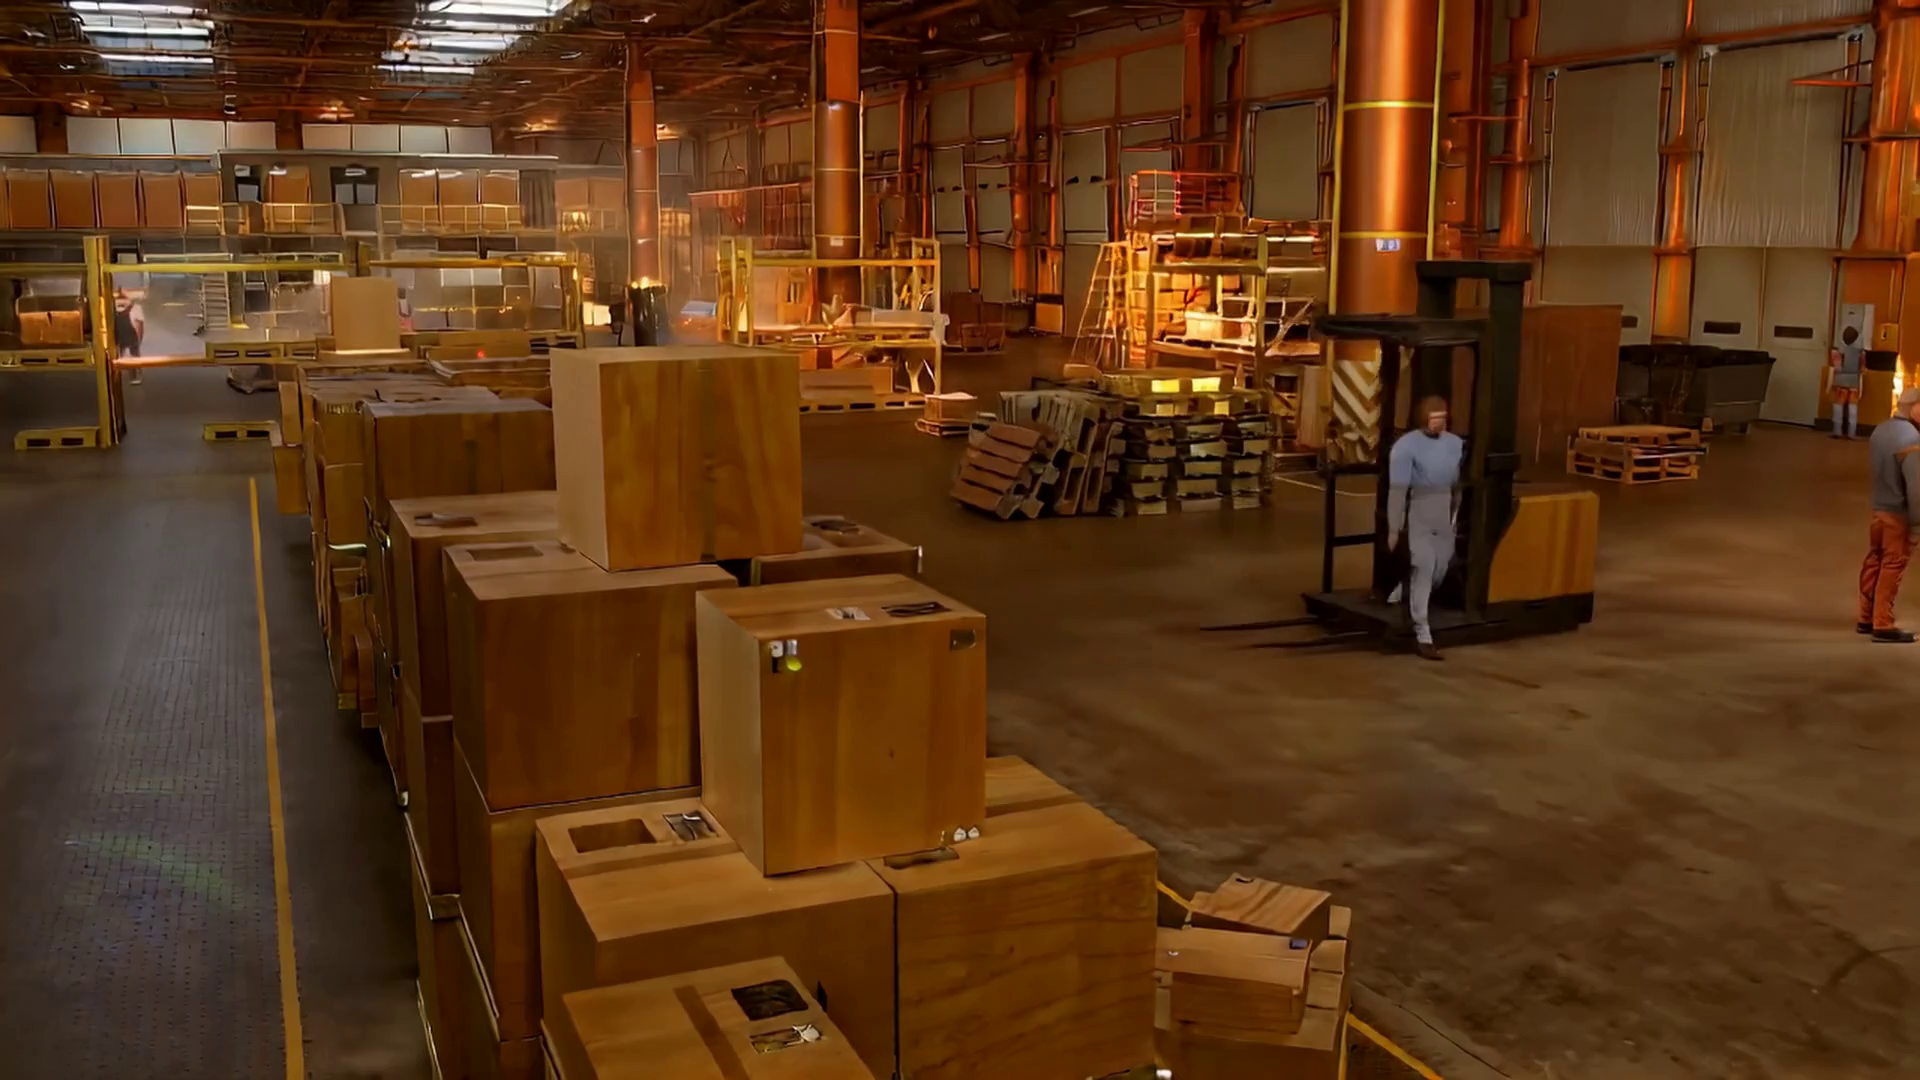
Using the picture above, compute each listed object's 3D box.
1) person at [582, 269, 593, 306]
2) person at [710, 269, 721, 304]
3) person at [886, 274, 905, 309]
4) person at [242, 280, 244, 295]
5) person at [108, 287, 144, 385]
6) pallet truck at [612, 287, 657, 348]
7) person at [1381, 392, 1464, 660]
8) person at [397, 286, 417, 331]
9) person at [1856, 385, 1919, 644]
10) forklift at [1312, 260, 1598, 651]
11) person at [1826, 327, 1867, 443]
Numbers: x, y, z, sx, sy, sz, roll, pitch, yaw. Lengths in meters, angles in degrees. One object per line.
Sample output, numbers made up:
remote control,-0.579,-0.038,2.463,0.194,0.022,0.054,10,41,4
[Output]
person,-13.331,-8.707,59.366,0.587,1.910,0.396,8,13,39
person,-9.668,-9.836,65.796,0.454,1.827,0.533,8,13,36
person,-2.105,-7.877,55.029,0.651,1.814,0.678,-3,11,-15
person,-30.088,-10.419,69.629,0.850,1.580,0.518,6,12,28
person,-17.077,-4.165,33.955,0.705,2.000,0.807,2,11,13
pallet truck,-6.464,-4.406,35.401,0.823,1.965,1.885,6,12,32
person,3.325,-0.127,12.086,0.639,1.917,0.753,-5,11,-26
person,-13.563,-5.223,40.326,0.904,1.854,0.580,7,12,33
person,6.963,-0.193,12.380,0.377,1.931,0.636,0,10,1
forklift,3.823,-0.712,12.611,1.873,2.768,1.129,-4,11,-23
person,13.049,-2.278,24.503,0.540,1.695,0.317,-1,10,-4
